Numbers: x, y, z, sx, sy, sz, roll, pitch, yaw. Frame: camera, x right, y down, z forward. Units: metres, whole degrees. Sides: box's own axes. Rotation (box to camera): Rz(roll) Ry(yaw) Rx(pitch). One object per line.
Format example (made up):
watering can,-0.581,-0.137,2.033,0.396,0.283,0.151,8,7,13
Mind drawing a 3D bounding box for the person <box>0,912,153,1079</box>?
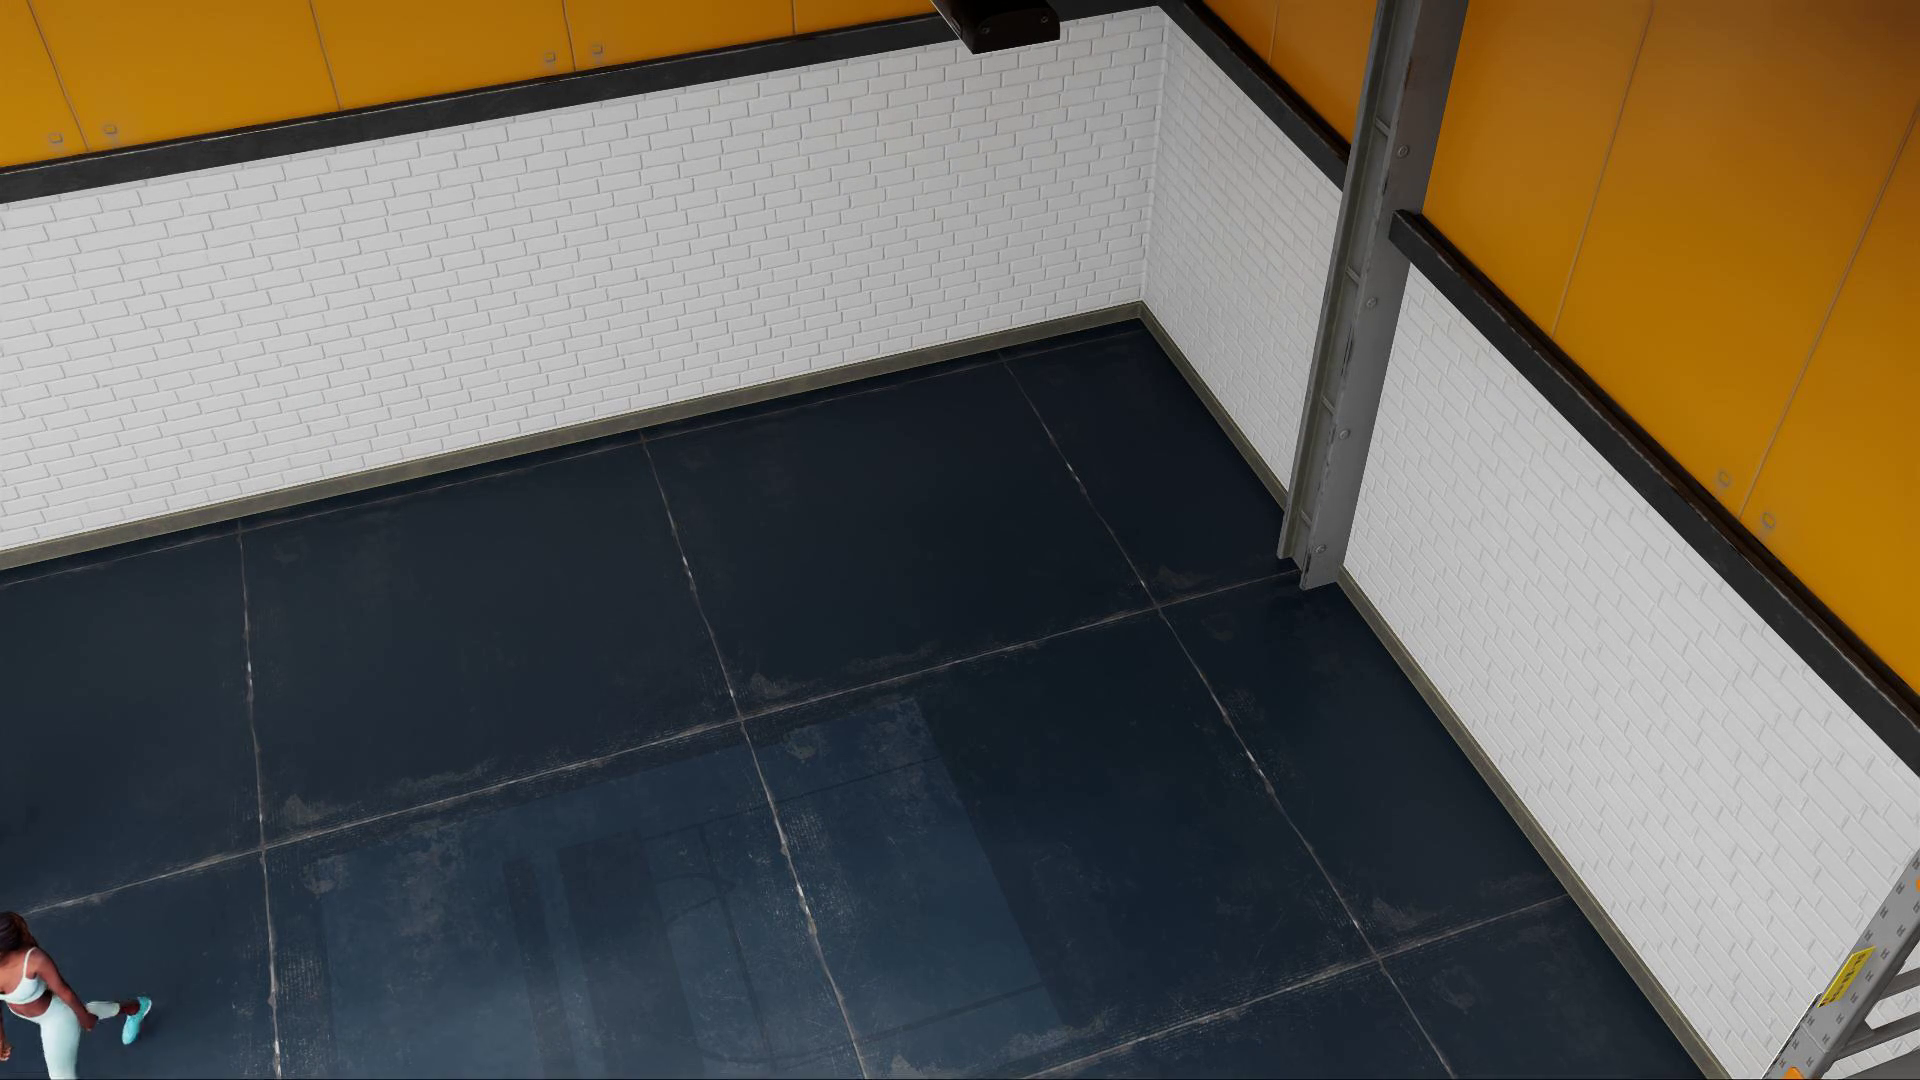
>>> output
person,-4.577,2.339,8.446,0.999,1.682,1.227,9,44,9
